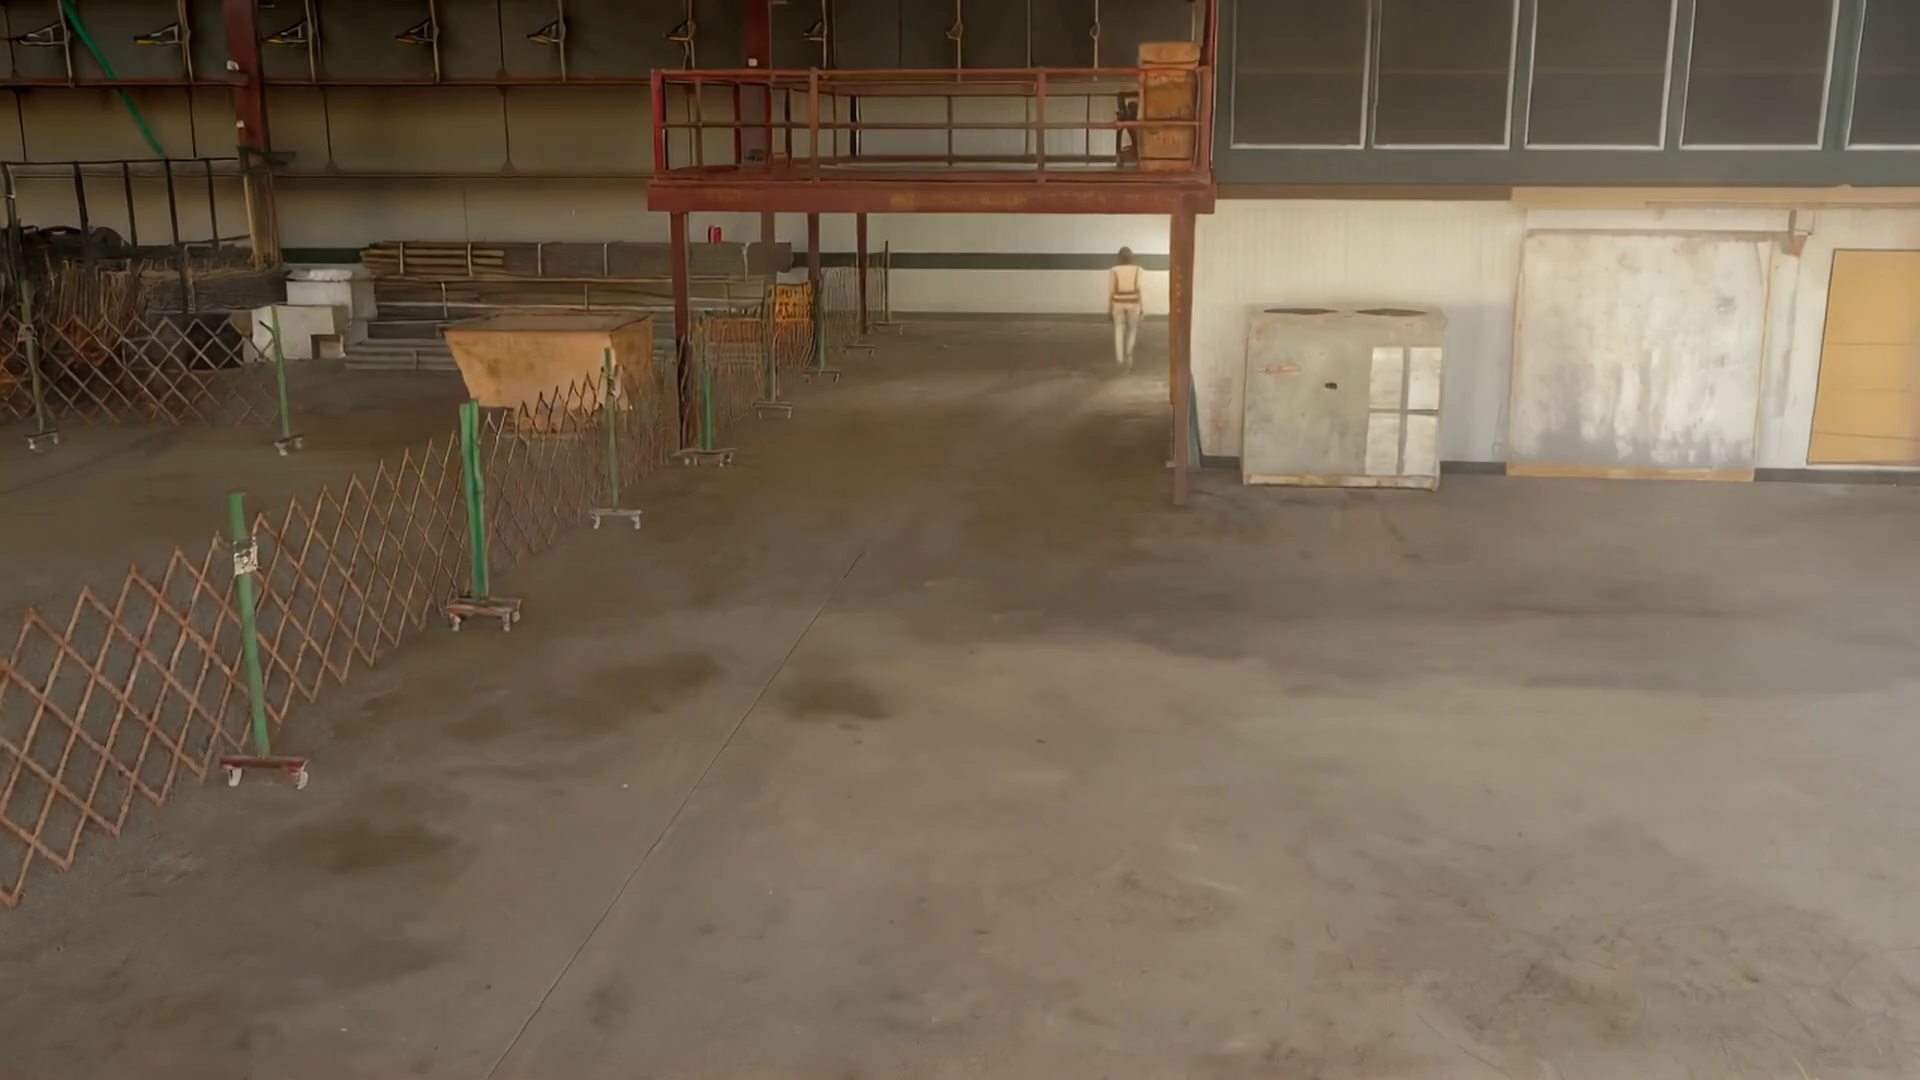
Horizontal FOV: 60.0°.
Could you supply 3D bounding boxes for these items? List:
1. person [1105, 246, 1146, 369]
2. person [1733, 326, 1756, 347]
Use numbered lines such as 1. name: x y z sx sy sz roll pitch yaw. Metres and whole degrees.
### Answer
1. person: 2.552 -3.591 25.610 0.622 1.846 0.888 2 14 6
2. person: 9.804 -2.310 20.373 1.042 1.840 0.660 -9 16 -33
